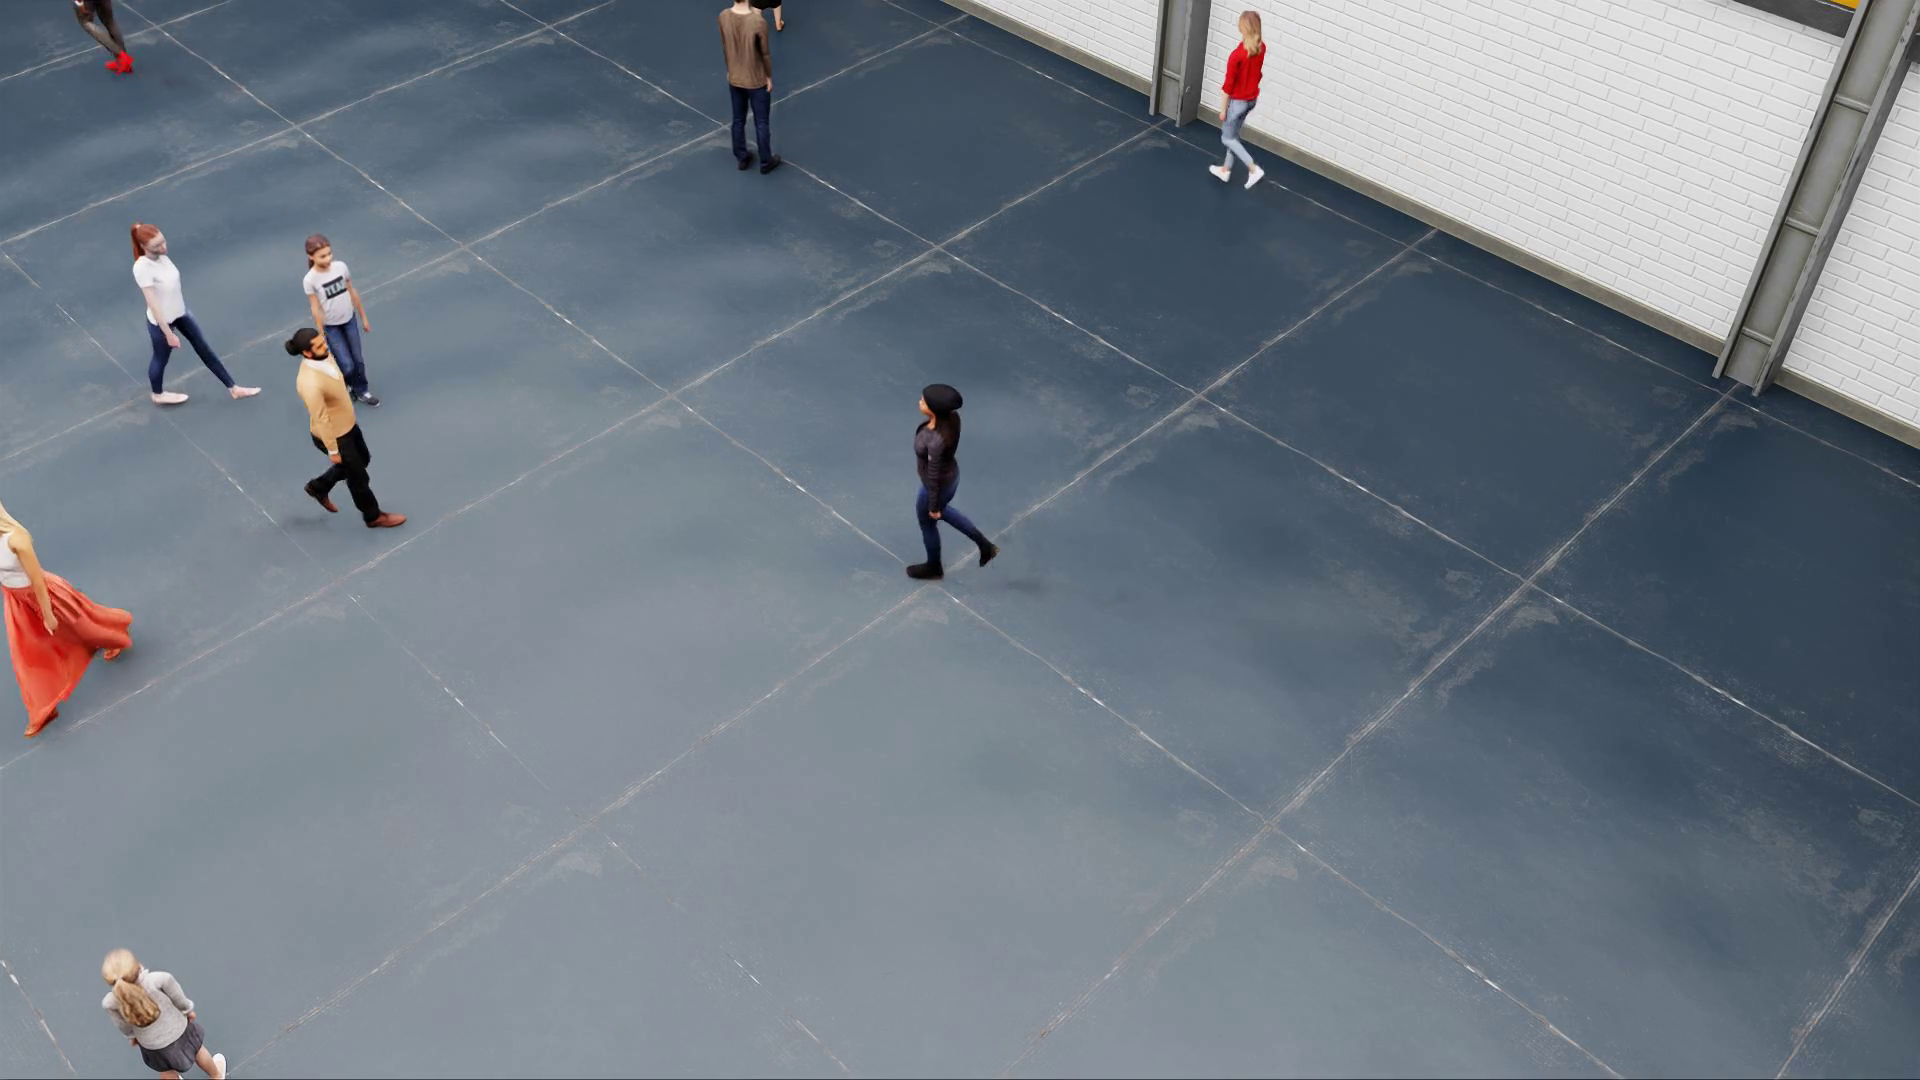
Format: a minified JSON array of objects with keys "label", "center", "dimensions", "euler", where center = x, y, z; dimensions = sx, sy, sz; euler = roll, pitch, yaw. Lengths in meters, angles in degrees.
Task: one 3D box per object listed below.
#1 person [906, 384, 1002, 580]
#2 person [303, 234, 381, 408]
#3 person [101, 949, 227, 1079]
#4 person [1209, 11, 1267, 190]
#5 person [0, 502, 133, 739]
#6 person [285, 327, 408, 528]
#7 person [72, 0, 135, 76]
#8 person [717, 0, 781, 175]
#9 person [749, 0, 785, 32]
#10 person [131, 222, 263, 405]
[{"label":"person","center":[-0.047,-0.354,11.263],"dimensions":[1.014,1.730,0.880],"euler":[10,45,10]},{"label":"person","center":[-4.838,-1.706,12.811],"dimensions":[0.614,1.553,0.557],"euler":[31,52,28]},{"label":"person","center":[-4.133,2.507,8.590],"dimensions":[0.559,1.276,0.582],"euler":[-21,48,-21]},{"label":"person","center":[2.580,-3.927,15.046],"dimensions":[0.647,1.686,0.892],"euler":[-31,52,-28]},{"label":"person","center":[-5.782,0.314,10.545],"dimensions":[1.272,1.754,1.088],"euler":[14,45,14]},{"label":"person","center":[-4.442,-0.756,11.677],"dimensions":[1.041,1.741,1.002],"euler":[-3,44,-3]},{"label":"person","center":[-8.593,-5.487,16.603],"dimensions":[0.849,1.796,0.781],"euler":[16,46,16]},{"label":"person","center":[-1.947,-4.246,15.234],"dimensions":[0.661,1.888,0.793],"euler":[15,46,15]},{"label":"person","center":[-2.072,-6.091,17.361],"dimensions":[0.673,1.625,0.716],"euler":[-10,45,-11]},{"label":"person","center":[-6.131,-1.684,12.694],"dimensions":[1.133,1.682,1.052],"euler":[-1,44,-1]}]
